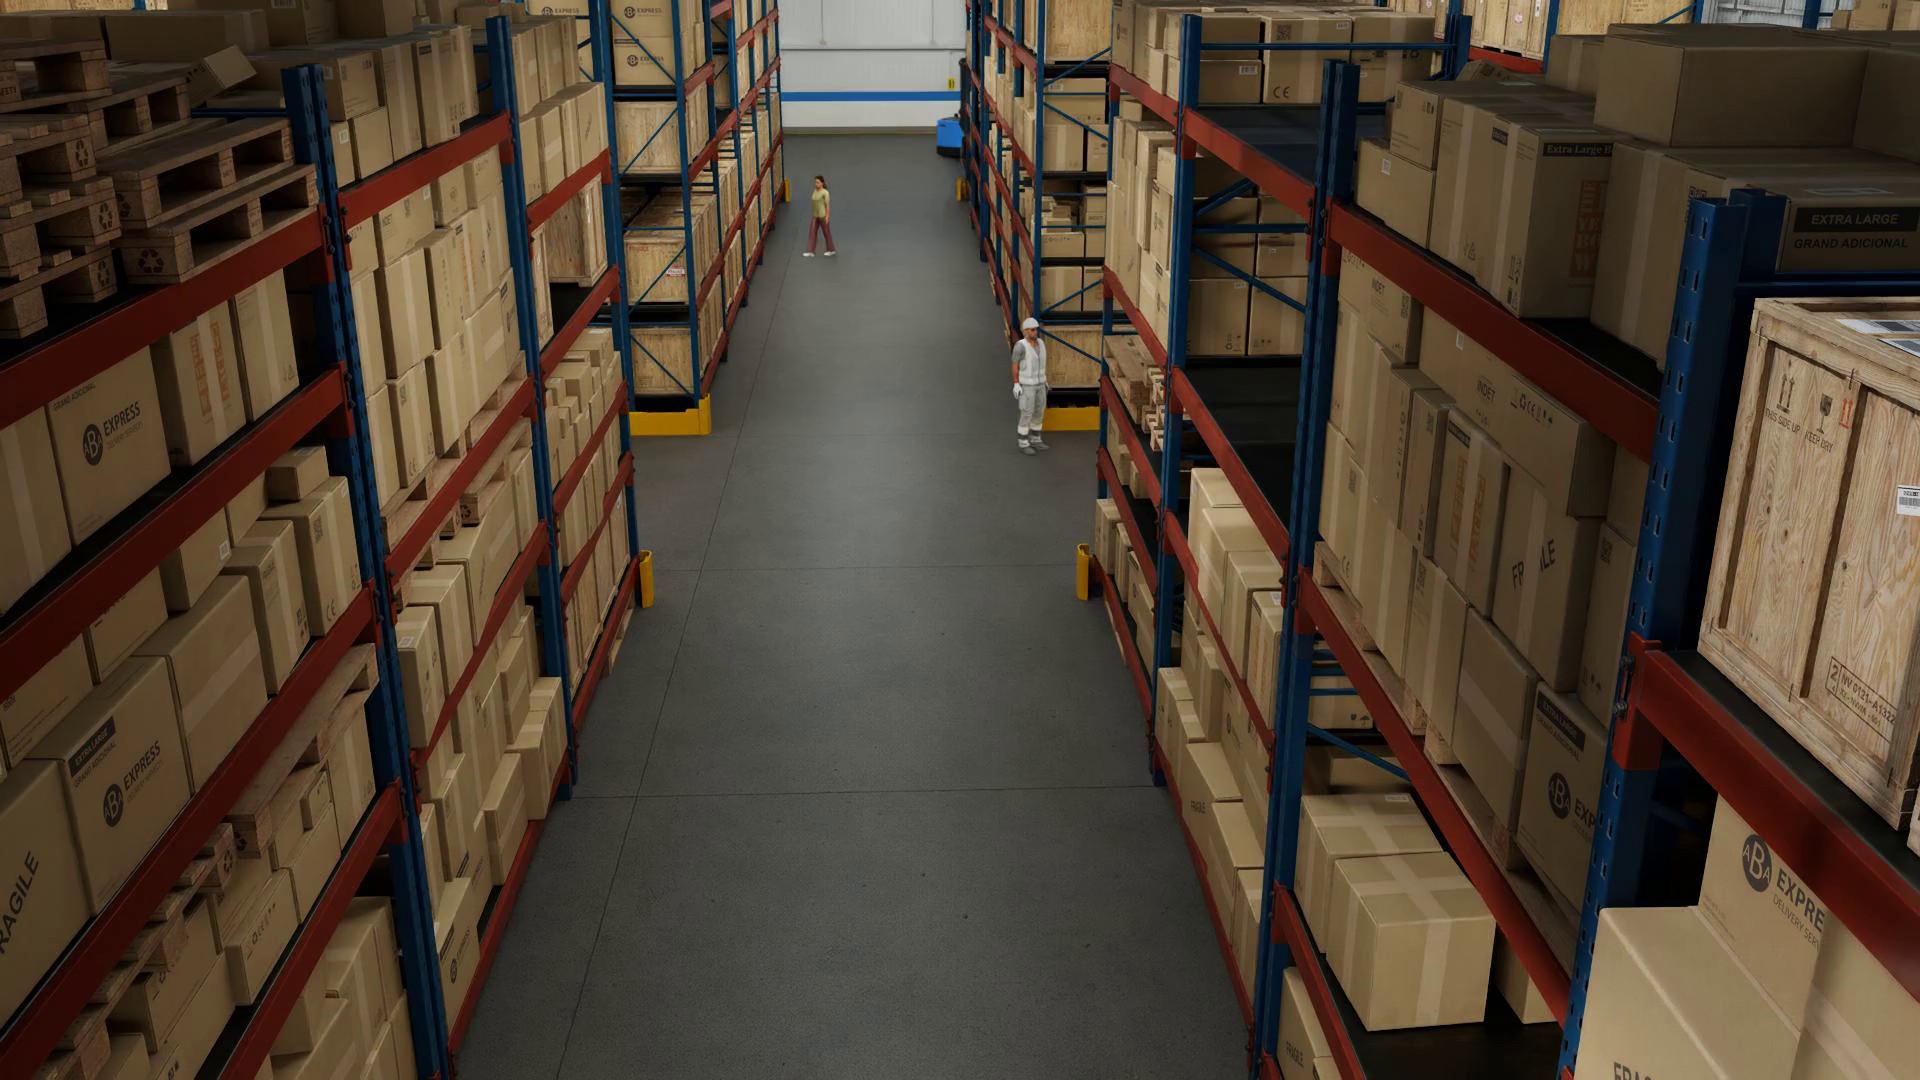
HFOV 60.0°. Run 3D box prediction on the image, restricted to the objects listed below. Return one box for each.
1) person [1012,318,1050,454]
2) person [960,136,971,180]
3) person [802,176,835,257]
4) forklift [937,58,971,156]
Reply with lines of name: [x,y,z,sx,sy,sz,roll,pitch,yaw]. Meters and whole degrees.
person: [0.966,-2.040,21.925,0.548,1.792,0.398,-16,26,-37]
person: [0.309,-9.709,42.550,0.546,1.732,0.584,18,27,40]
person: [-2.956,-6.737,34.675,0.444,1.660,0.786,16,26,37]
forklift: [0.825,-12.736,48.966,3.031,2.941,1.121,12,24,30]
